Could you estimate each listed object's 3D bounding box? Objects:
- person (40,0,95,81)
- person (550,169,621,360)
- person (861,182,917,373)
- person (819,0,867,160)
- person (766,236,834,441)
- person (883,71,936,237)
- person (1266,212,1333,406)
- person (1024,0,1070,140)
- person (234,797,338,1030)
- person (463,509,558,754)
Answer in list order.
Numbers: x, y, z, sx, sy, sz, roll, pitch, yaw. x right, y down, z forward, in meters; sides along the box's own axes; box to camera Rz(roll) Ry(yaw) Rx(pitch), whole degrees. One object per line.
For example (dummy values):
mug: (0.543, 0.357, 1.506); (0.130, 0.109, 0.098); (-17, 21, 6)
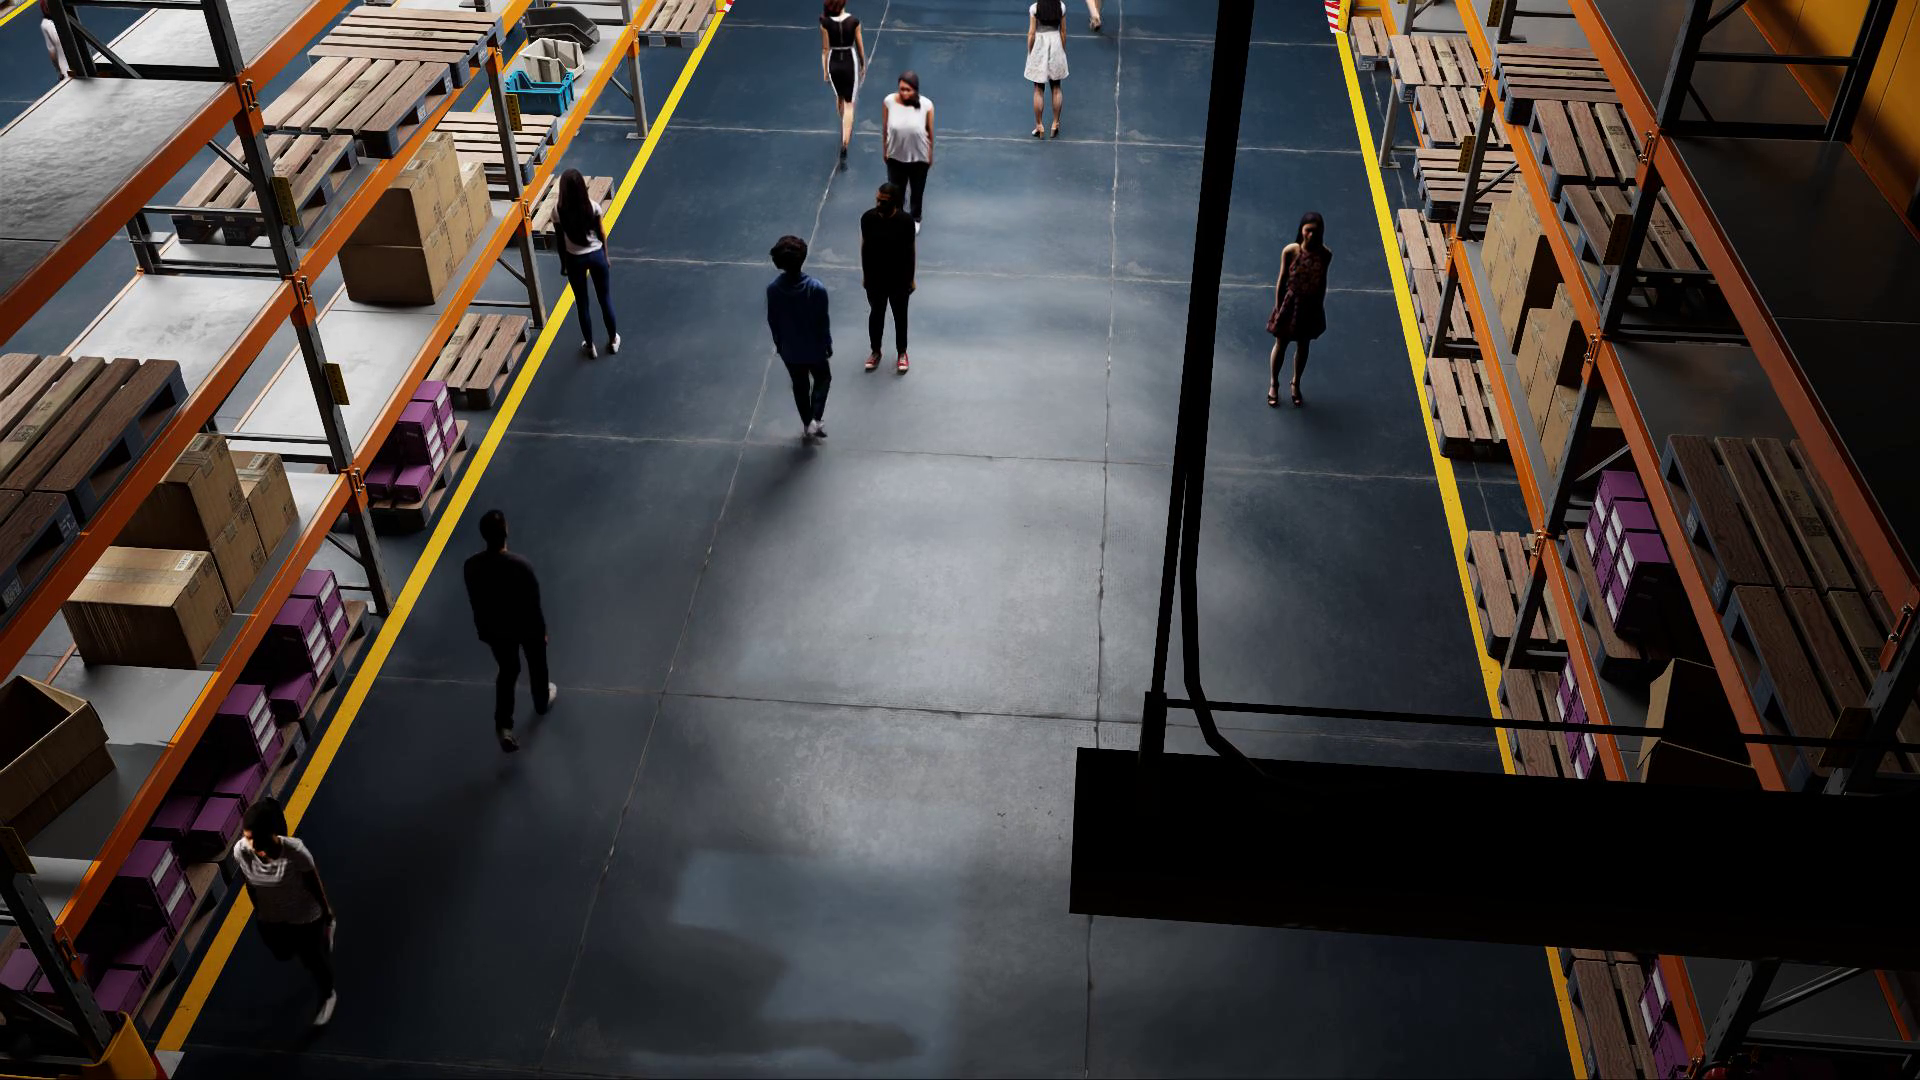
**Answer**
person: (-9.299, -4.840, 17.478); (0.774, 1.757, 1.154); (-5, 39, -6)
person: (-3.233, -2.392, 14.398); (0.657, 1.774, 0.638); (-11, 40, -13)
person: (-0.613, -2.273, 14.265); (0.618, 1.755, 0.540); (4, 39, 5)
person: (-1.222, -4.873, 17.519); (0.634, 1.758, 1.122); (1, 39, 2)
person: (-1.288, -1.531, 13.312); (0.695, 1.785, 0.717); (8, 39, 10)
person: (-0.491, -3.795, 16.232); (0.657, 1.679, 0.639); (4, 39, 5)
person: (2.807, -1.904, 13.787); (0.674, 1.775, 0.683); (0, 39, 0)
person: (0.931, -5.207, 17.924); (0.722, 1.774, 0.728); (-7, 39, -9)
person: (-3.620, 1.950, 9.079); (0.577, 1.627, 0.798); (4, 39, 5)
person: (-2.888, 0.610, 10.667); (0.639, 1.741, 1.017); (2, 39, 2)
